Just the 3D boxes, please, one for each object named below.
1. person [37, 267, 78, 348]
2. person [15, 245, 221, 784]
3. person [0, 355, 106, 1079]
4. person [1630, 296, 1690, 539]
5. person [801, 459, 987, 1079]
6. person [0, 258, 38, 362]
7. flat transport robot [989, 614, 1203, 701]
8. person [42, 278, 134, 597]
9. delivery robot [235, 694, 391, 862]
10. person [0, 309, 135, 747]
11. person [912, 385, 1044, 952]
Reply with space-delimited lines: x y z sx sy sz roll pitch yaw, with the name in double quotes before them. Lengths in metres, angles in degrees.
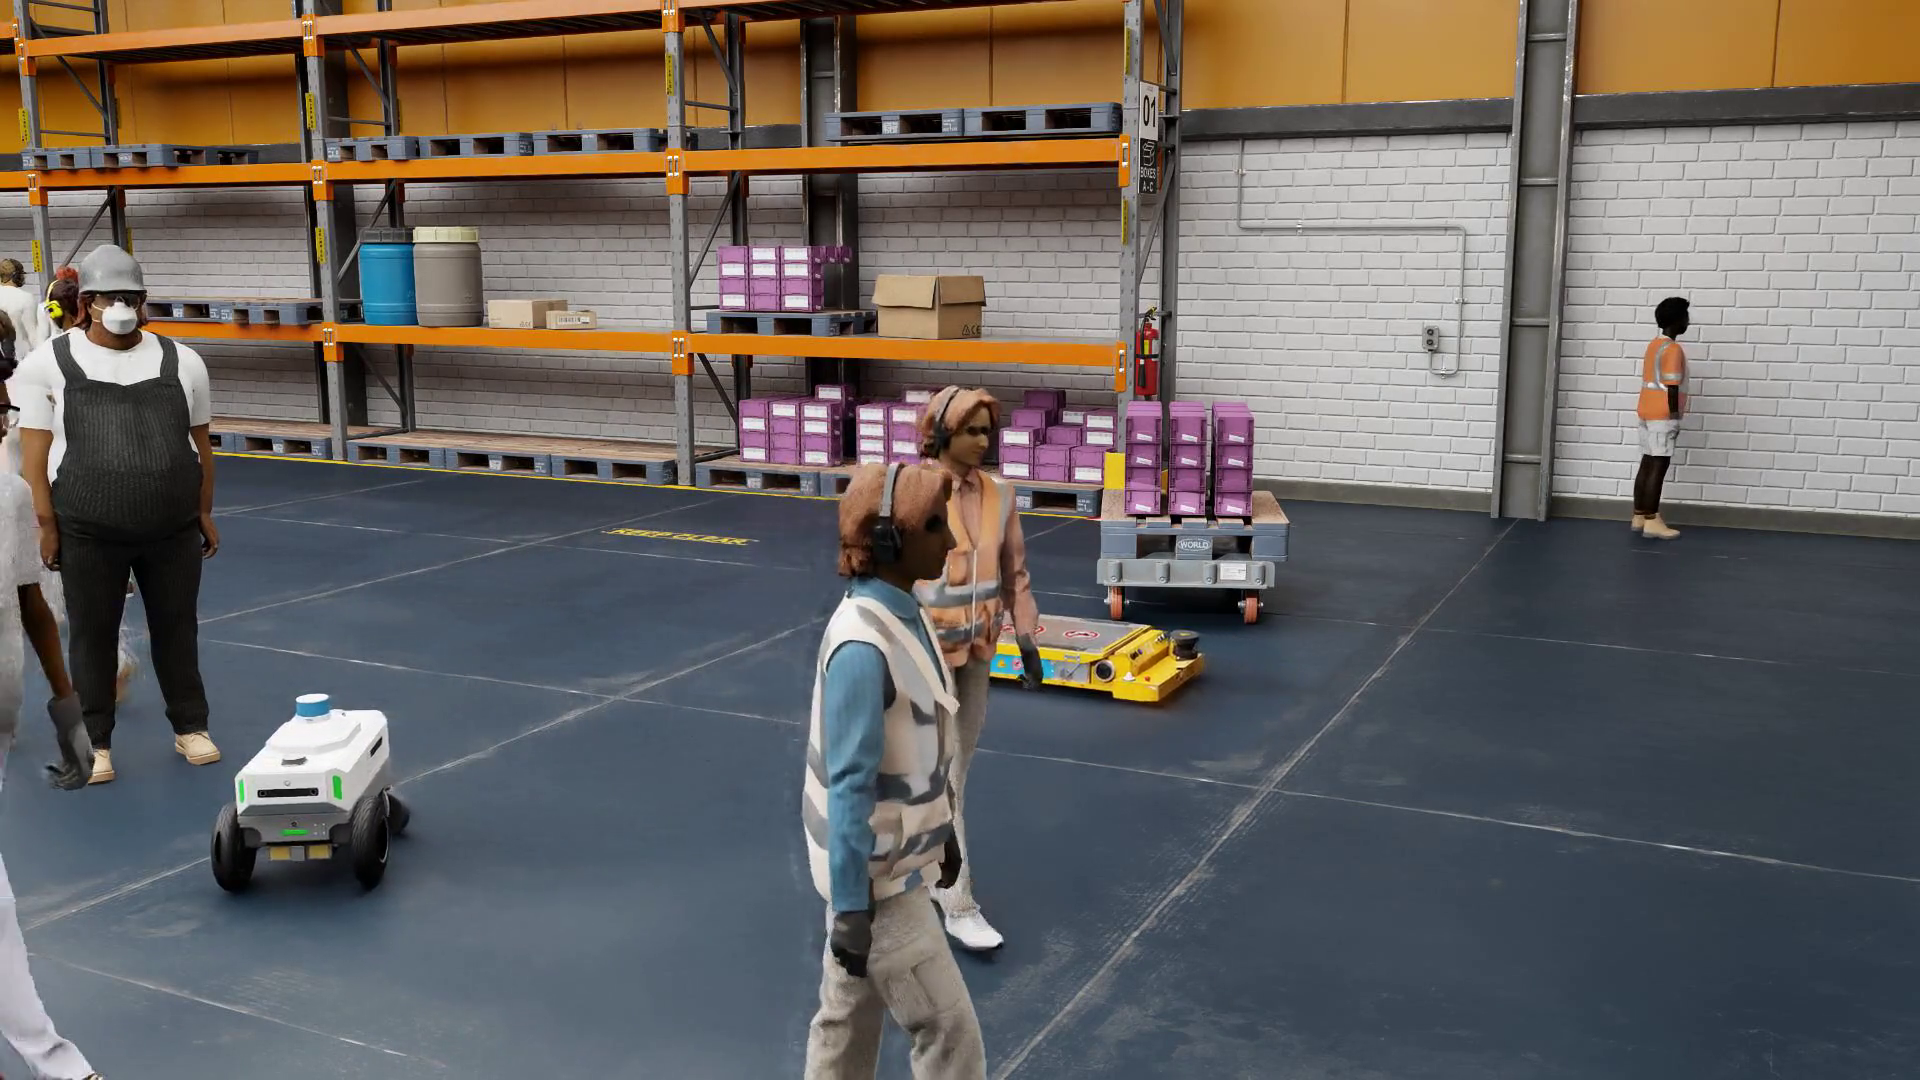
"person" -8.463 -1.664 15.885 0.611 1.848 0.860 -7 12 -33
"person" -3.181 -0.101 6.390 0.682 2.000 0.537 -8 13 -38
"person" -2.204 0.462 3.805 0.944 1.816 0.545 3 10 14
"person" 4.967 -0.866 11.754 0.317 1.695 0.540 1 10 6
"person" -0.036 0.651 3.268 0.674 1.614 0.540 1 10 4
"person" -9.099 -1.740 16.068 0.636 1.939 0.365 3 10 15
"flat transport robot" 0.372 0.519 7.901 1.431 0.197 0.652 5 11 25
"person" -5.009 -0.551 9.489 0.328 1.861 0.521 3 10 16
"delivery robot" -2.123 0.752 5.491 0.477 0.478 0.707 -1 10 -7
"person" -3.820 -0.065 6.837 0.637 1.810 0.842 2 10 9
"person" 0.050 0.367 4.878 0.545 1.617 0.633 -9 13 -41
